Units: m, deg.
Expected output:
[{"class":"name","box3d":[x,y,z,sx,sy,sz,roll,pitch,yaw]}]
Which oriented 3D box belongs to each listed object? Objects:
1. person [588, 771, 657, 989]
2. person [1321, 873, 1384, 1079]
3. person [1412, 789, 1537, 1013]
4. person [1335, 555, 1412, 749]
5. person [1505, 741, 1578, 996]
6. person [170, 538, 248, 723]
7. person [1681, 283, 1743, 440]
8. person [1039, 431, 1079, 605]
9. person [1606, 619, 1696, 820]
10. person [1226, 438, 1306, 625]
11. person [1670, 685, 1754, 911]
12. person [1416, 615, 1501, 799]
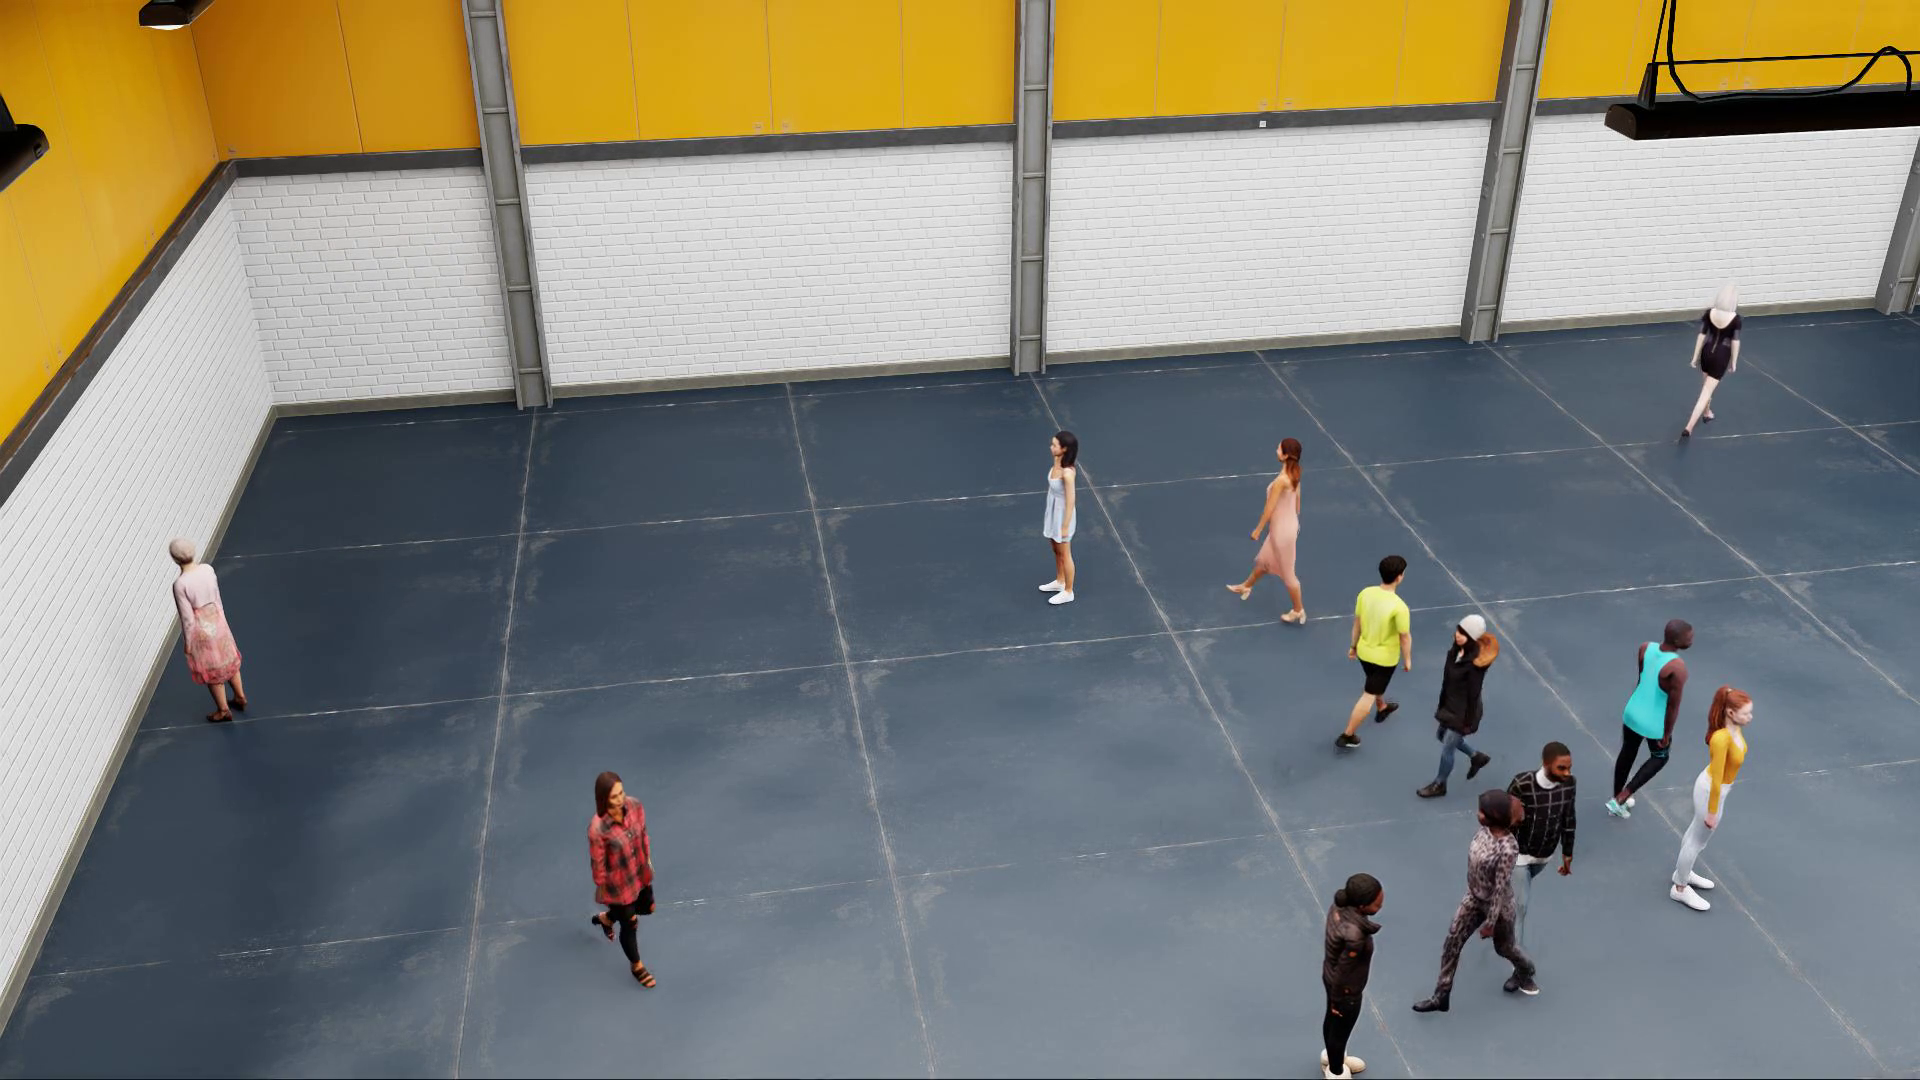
[{"class":"person","box3d":[-2.280,2.208,11.043,0.956,1.690,0.895,18,34,30]},{"class":"person","box3d":[2.333,2.707,10.157,0.604,1.661,0.659,-5,29,-8]},{"class":"person","box3d":[3.513,2.367,10.777,1.181,1.665,0.692,-9,30,-16]},{"class":"person","box3d":[3.323,0.936,13.398,1.211,1.667,0.995,-21,35,-34]},{"class":"person","box3d":[3.804,2.048,11.260,1.136,1.764,0.775,-6,29,-10]},{"class":"person","box3d":[-6.220,0.740,13.731,0.735,1.692,0.704,11,31,20]},{"class":"person","box3d":[8.380,-1.945,18.560,1.050,1.783,1.232,25,37,37]},{"class":"person","box3d":[0.945,-0.220,15.453,0.547,1.730,0.603,-8,30,-14]},{"class":"person","box3d":[5.083,1.377,12.456,0.799,1.796,0.758,-16,33,-27]},{"class":"person","box3d":[3.005,-0.035,15.048,1.113,1.793,0.990,14,32,24]},{"class":"person","box3d":[5.303,1.796,11.735,0.734,1.750,0.690,15,32,26]},{"class":"person","box3d":[3.910,1.286,12.804,0.823,1.622,0.617,-5,29,-10]}]
